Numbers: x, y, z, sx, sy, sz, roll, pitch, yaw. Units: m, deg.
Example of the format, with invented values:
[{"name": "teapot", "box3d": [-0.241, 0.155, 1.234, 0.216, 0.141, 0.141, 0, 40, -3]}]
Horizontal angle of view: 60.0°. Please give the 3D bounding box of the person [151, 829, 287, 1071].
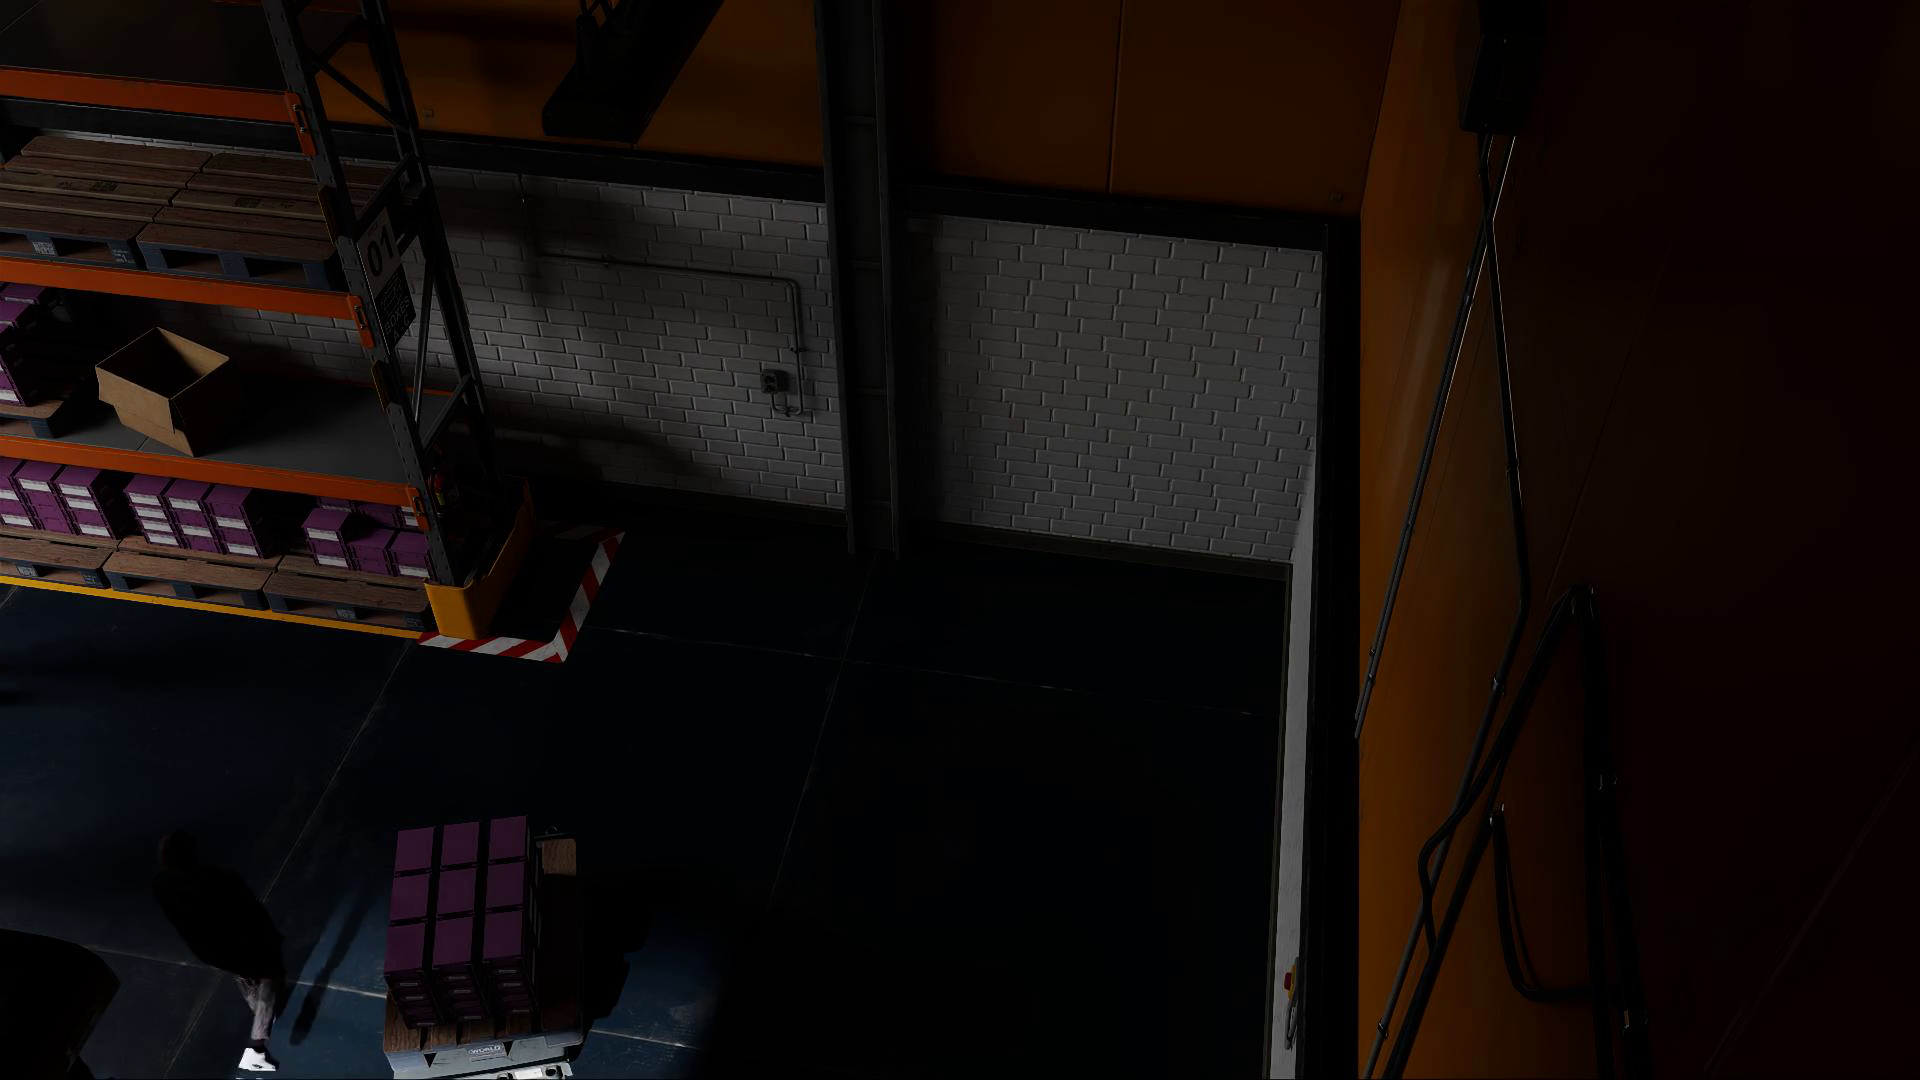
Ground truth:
[{"name": "person", "box3d": [-3.856, 2.168, 8.742, 0.907, 1.743, 0.787, 1, 44, 1]}]
